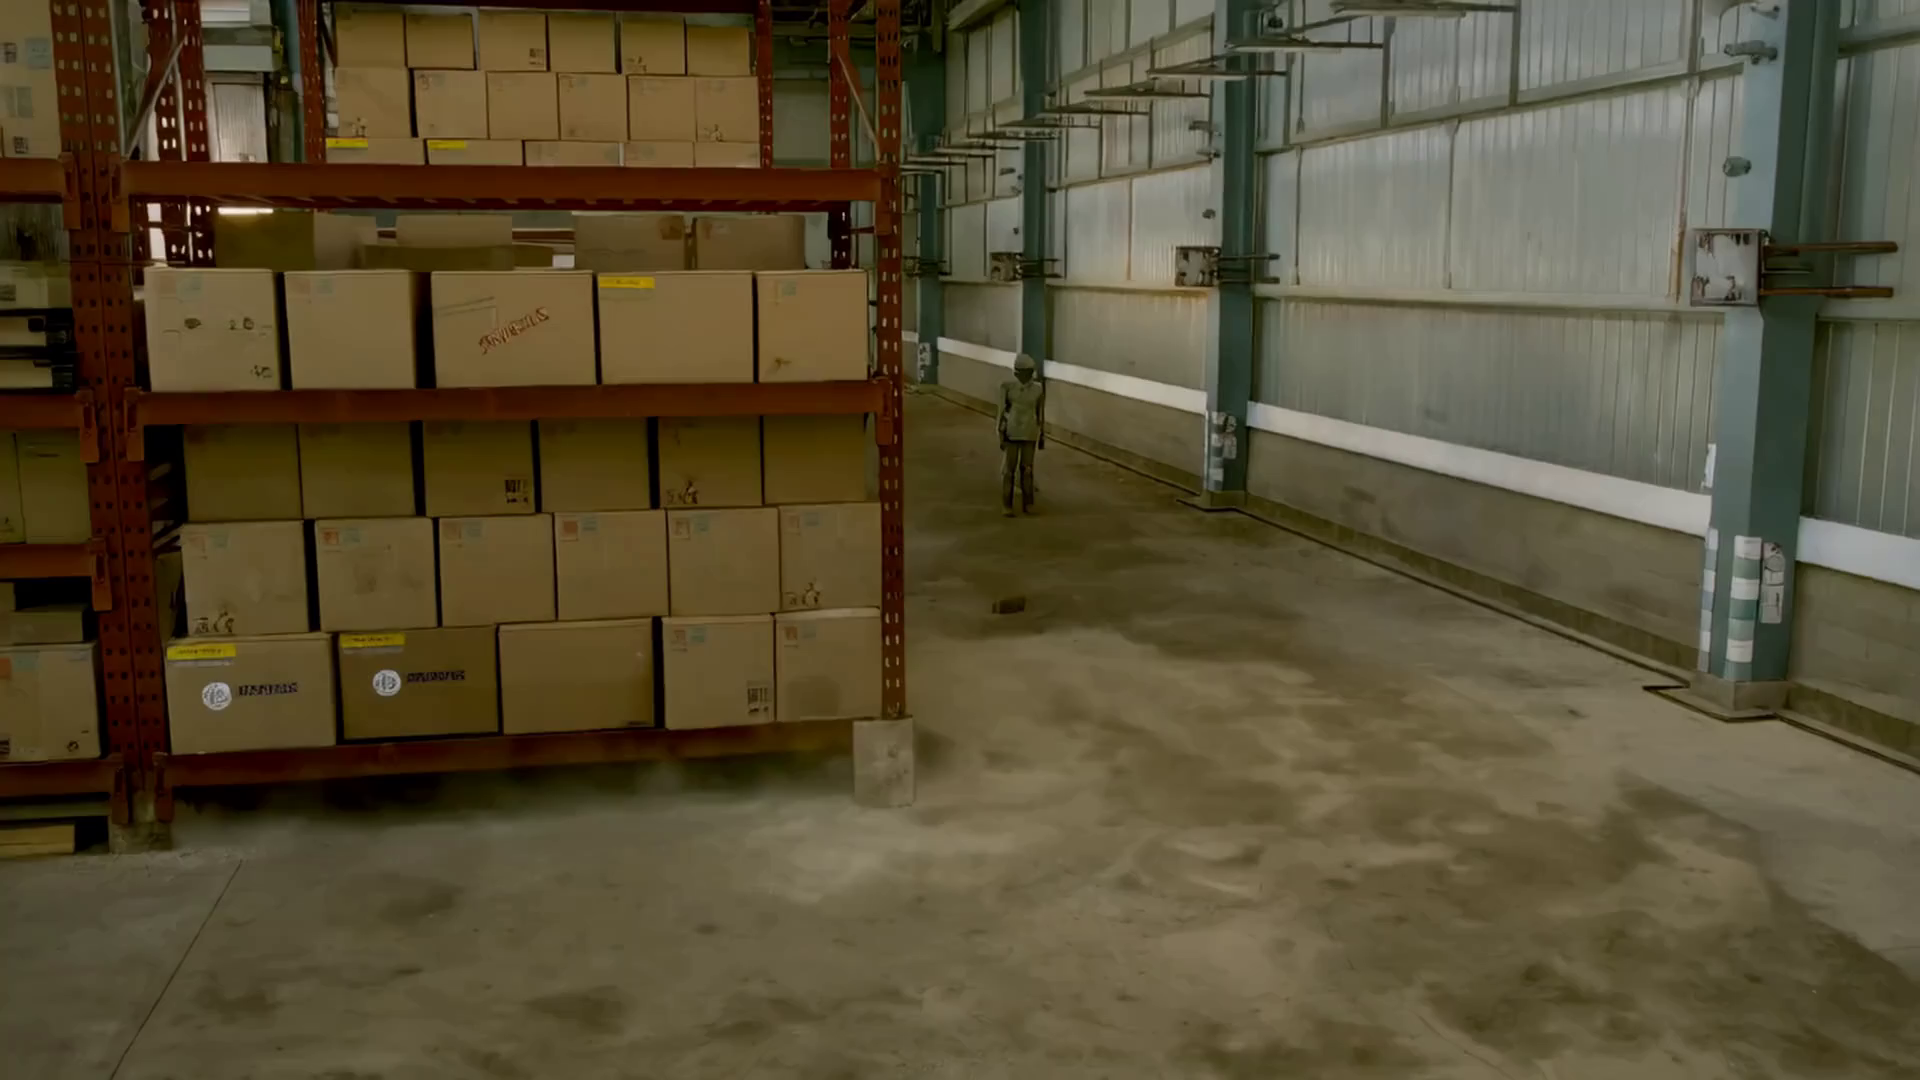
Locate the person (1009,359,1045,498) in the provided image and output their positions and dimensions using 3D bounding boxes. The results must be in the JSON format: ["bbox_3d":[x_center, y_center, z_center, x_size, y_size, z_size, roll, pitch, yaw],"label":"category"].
[{"bbox_3d":[0.880,-1.479,21.971,0.624,1.844,0.430,-8,12,-39],"label":"person"}]

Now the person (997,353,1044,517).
[{"bbox_3d":[0.748,-1.274,20.254,0.608,1.996,0.380,-4,10,-24],"label":"person"}]
